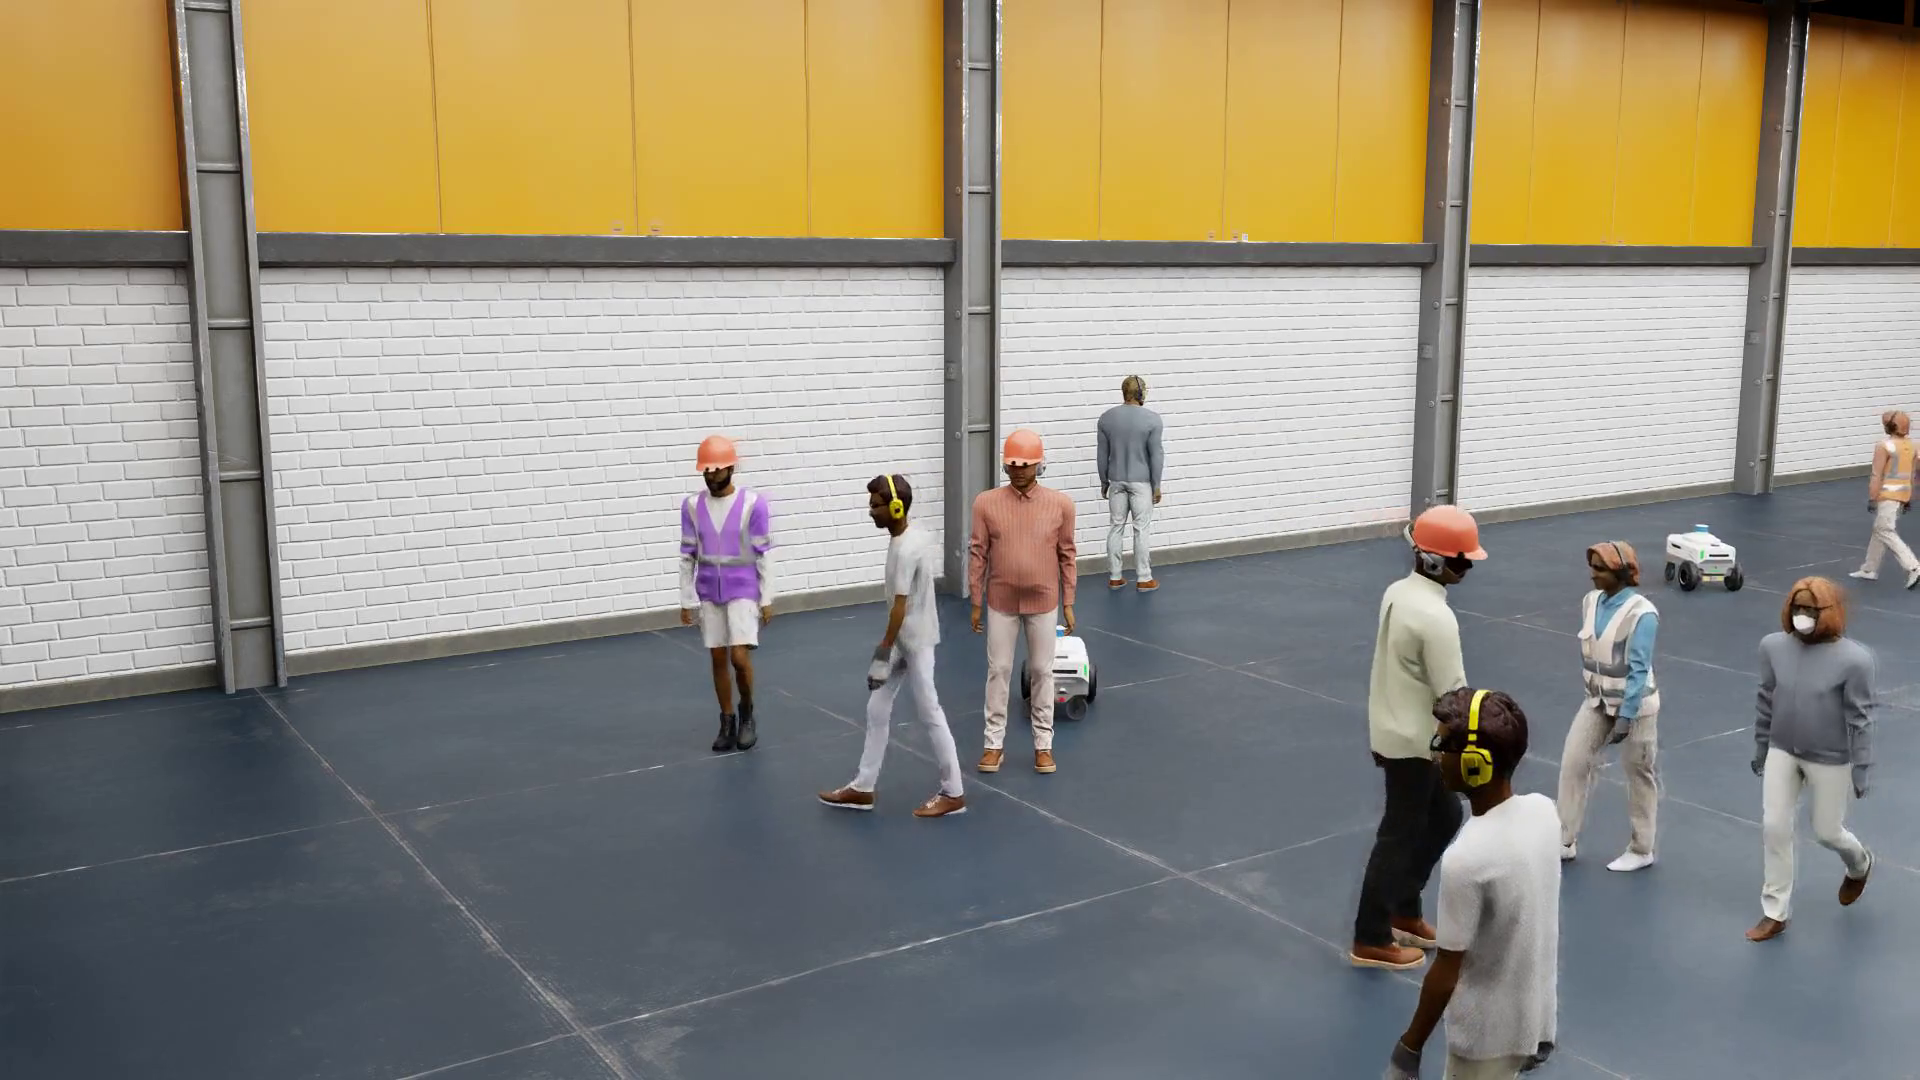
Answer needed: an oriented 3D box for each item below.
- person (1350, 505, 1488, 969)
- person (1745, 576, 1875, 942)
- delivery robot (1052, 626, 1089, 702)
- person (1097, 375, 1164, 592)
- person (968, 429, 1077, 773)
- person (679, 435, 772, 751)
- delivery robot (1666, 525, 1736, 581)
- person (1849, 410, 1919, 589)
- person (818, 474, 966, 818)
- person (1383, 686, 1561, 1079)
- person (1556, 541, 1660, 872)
[{"bbox_3d":[1.902,0.821,6.802,0.607,1.962,0.614,0,9,2],"label":"person"},{"bbox_3d":[3.740,0.929,7.231,0.689,1.609,0.509,-7,11,-34],"label":"person"},{"bbox_3d":[0.655,0.804,10.850,0.477,0.478,0.707,0,9,1],"label":"delivery robot"},{"bbox_3d":[1.520,-0.502,14.850,0.629,1.937,0.377,5,11,29],"label":"person"},{"bbox_3d":[0.357,0.355,9.515,0.621,1.989,0.398,1,9,3],"label":"person"},{"bbox_3d":[-1.402,0.326,9.903,0.561,1.915,0.447,2,10,12],"label":"person"},{"bbox_3d":[6.695,0.105,15.042,0.477,0.478,0.707,0,9,-2],"label":"delivery robot"},{"bbox_3d":[8.470,-0.373,15.075,0.523,1.611,0.799,-5,11,-27],"label":"person"},{"bbox_3d":[-0.368,0.574,8.693,0.889,1.821,0.554,-1,10,-8],"label":"person"},{"bbox_3d":[1.330,1.285,4.326,0.393,1.856,0.584,9,13,42],"label":"person"},{"bbox_3d":[3.054,0.810,7.905,0.692,1.611,0.530,-3,10,-20],"label":"person"}]
